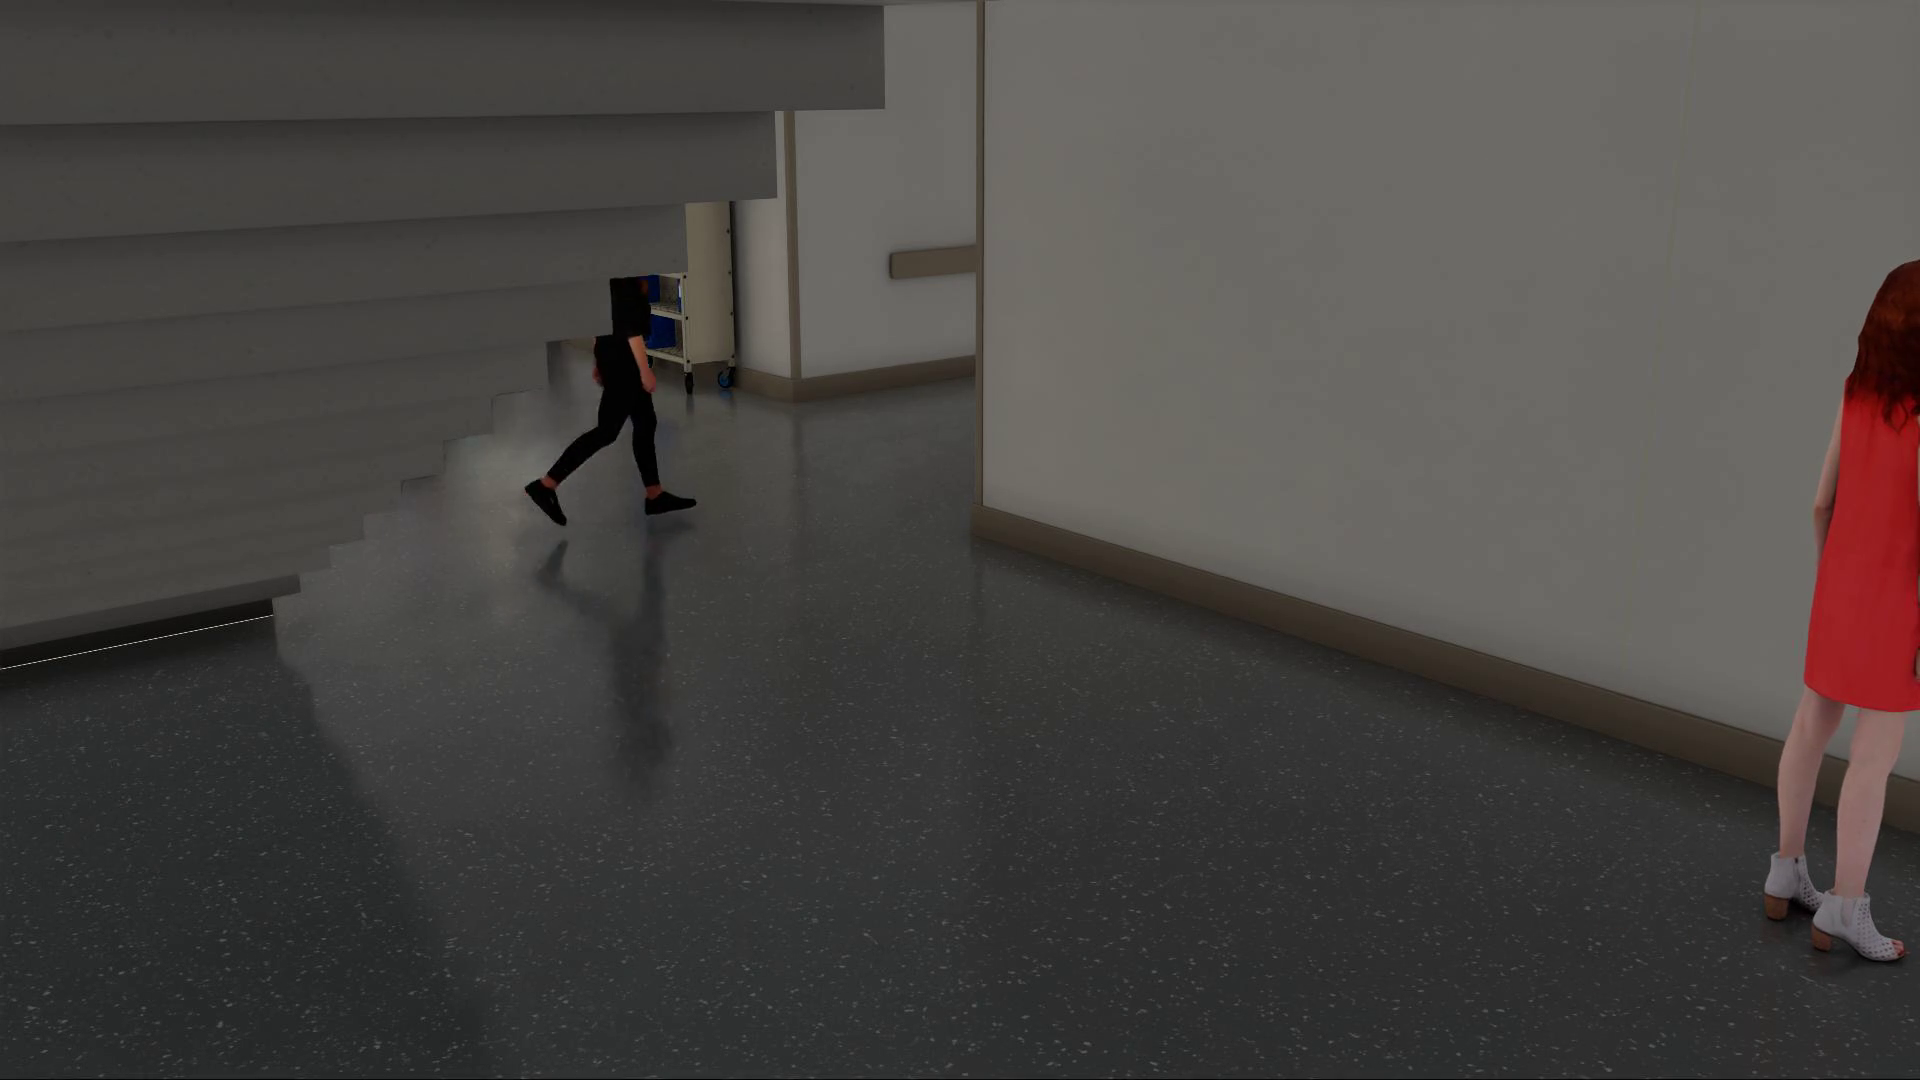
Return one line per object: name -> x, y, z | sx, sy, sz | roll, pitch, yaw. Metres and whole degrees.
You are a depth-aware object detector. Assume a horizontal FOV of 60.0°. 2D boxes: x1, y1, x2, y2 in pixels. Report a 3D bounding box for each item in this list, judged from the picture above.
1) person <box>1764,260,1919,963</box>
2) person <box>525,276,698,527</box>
person -> 2.368, 0.190, 4.330 | 0.726, 1.827, 0.623 | -2, 16, -7
person -> -1.814, -0.887, 8.410 | 0.897, 1.685, 1.131 | -6, 17, -22
